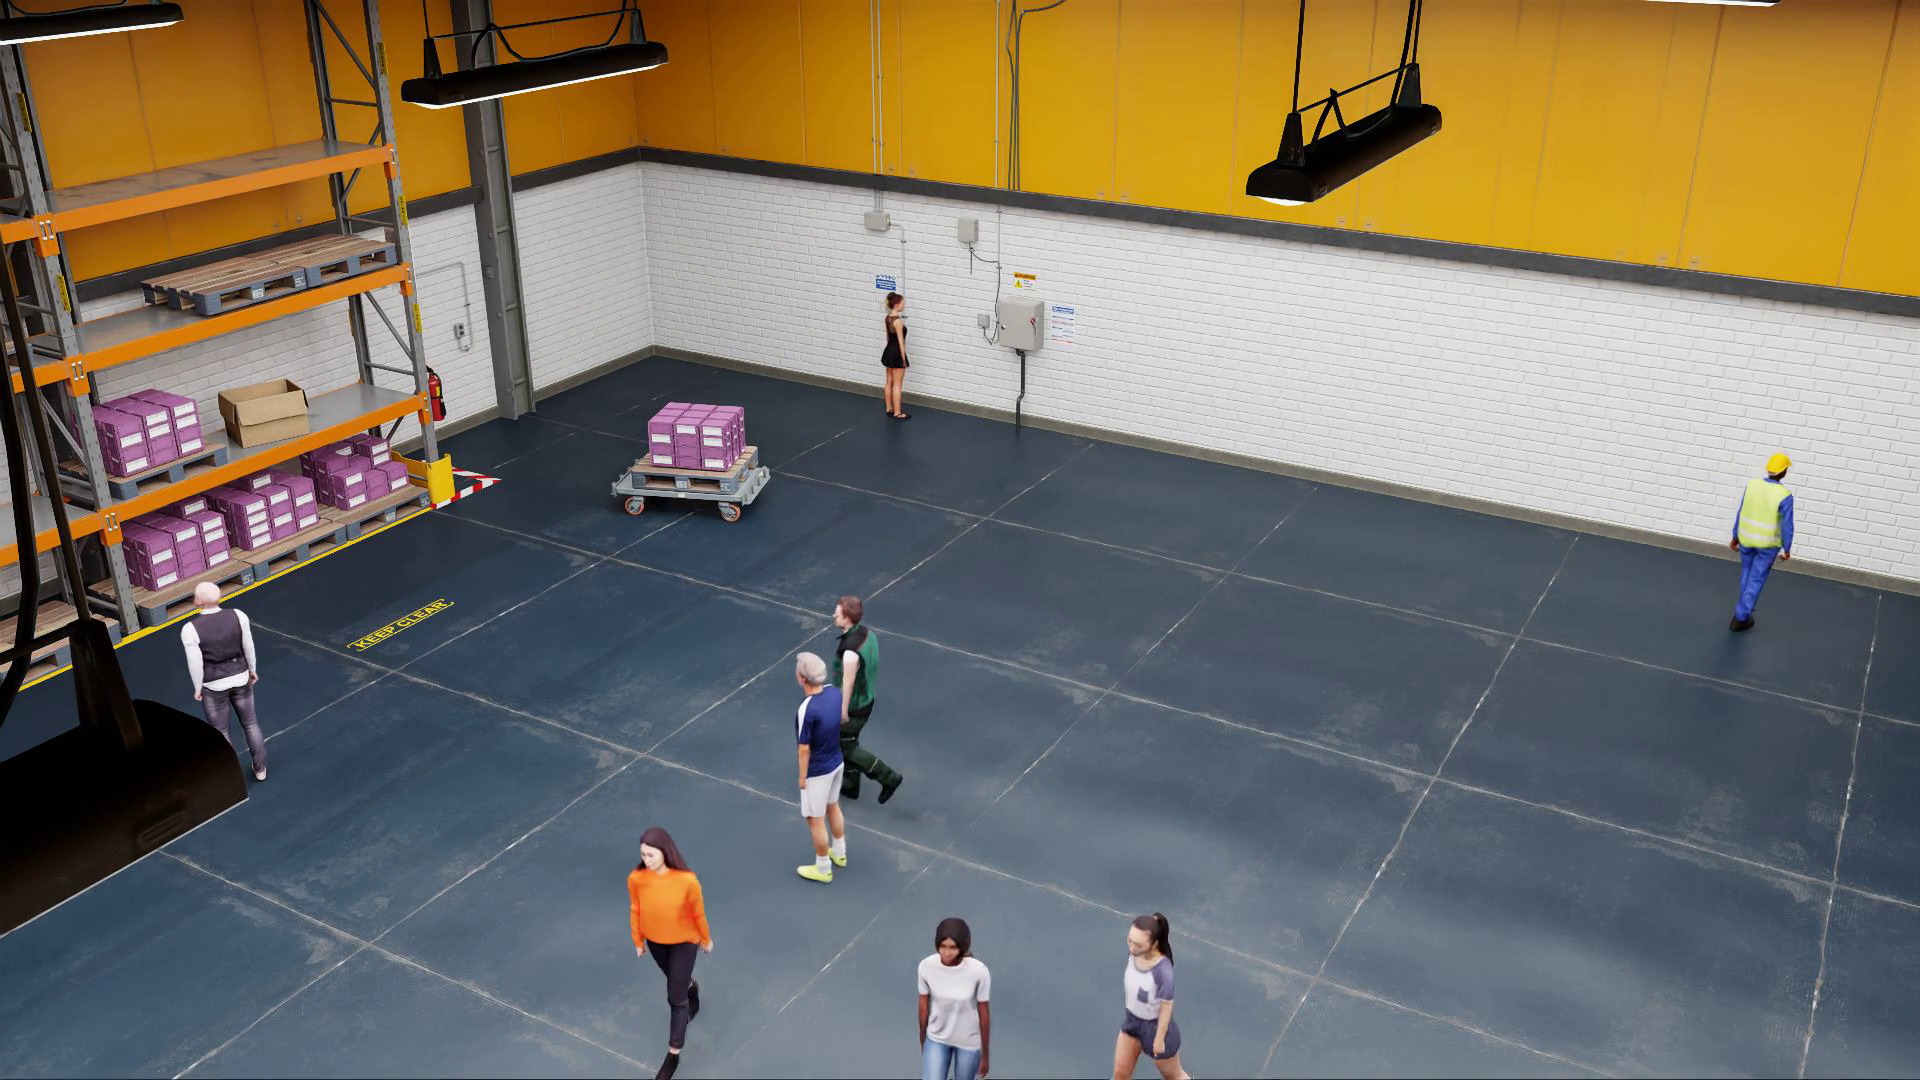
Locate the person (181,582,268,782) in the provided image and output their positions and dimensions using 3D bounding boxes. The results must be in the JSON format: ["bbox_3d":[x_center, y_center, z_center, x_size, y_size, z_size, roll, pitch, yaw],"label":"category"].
[{"bbox_3d":[-5.928,1.169,13.418,0.805,1.822,0.626,21,31,40],"label":"person"}]

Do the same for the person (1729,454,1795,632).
[{"bbox_3d":[7.661,0.037,16.038,0.923,1.798,0.843,-17,29,-34],"label":"person"}]

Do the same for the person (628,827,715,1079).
[{"bbox_3d":[-1.791,2.491,10.544,0.849,1.702,1.212,4,24,9],"label":"person"}]

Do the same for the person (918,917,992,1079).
[{"bbox_3d":[-0.013,2.873,9.668,0.768,1.704,0.909,2,24,5],"label":"person"}]

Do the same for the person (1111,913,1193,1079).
[{"bbox_3d":[1.206,2.853,9.833,1.132,1.609,0.939,-11,26,-23],"label":"person"}]

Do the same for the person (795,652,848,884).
[{"bbox_3d":[-1.020,1.664,12.280,0.702,1.827,0.513,12,26,25],"label":"person"}]

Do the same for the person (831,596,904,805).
[{"bbox_3d":[-0.776,1.295,13.126,0.886,1.825,0.938,5,24,11],"label":"person"}]

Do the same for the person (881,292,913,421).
[{"bbox_3d":[-0.852,-2.424,21.812,0.708,1.683,0.674,-12,26,-26],"label":"person"}]
